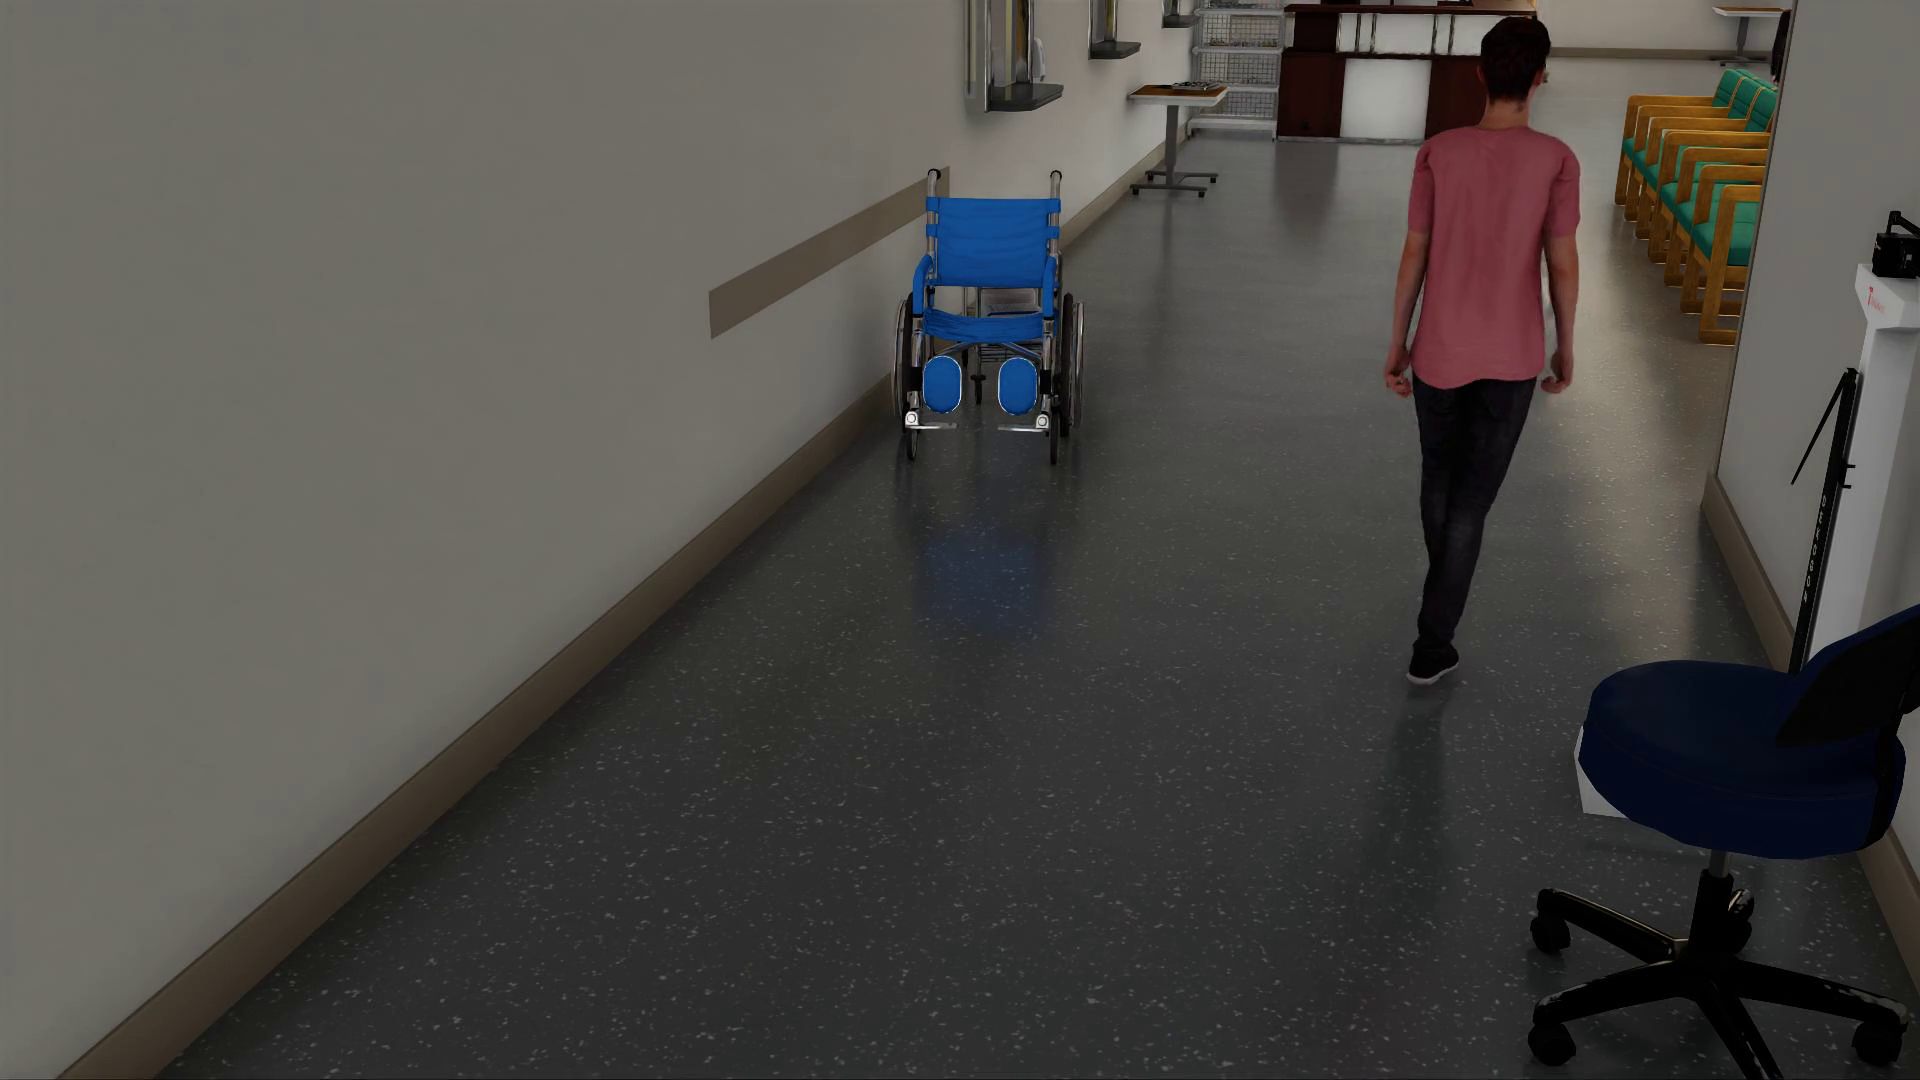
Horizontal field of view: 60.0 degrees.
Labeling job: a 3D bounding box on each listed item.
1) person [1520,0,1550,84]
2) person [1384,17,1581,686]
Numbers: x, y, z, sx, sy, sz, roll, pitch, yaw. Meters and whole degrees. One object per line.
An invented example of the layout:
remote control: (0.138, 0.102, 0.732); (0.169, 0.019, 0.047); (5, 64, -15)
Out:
person: (7.670, -6.915, 22.282); (1.070, 1.607, 0.730); (9, 22, 22)
person: (1.483, -0.488, 4.878); (1.156, 1.916, 0.913); (11, 23, 26)
